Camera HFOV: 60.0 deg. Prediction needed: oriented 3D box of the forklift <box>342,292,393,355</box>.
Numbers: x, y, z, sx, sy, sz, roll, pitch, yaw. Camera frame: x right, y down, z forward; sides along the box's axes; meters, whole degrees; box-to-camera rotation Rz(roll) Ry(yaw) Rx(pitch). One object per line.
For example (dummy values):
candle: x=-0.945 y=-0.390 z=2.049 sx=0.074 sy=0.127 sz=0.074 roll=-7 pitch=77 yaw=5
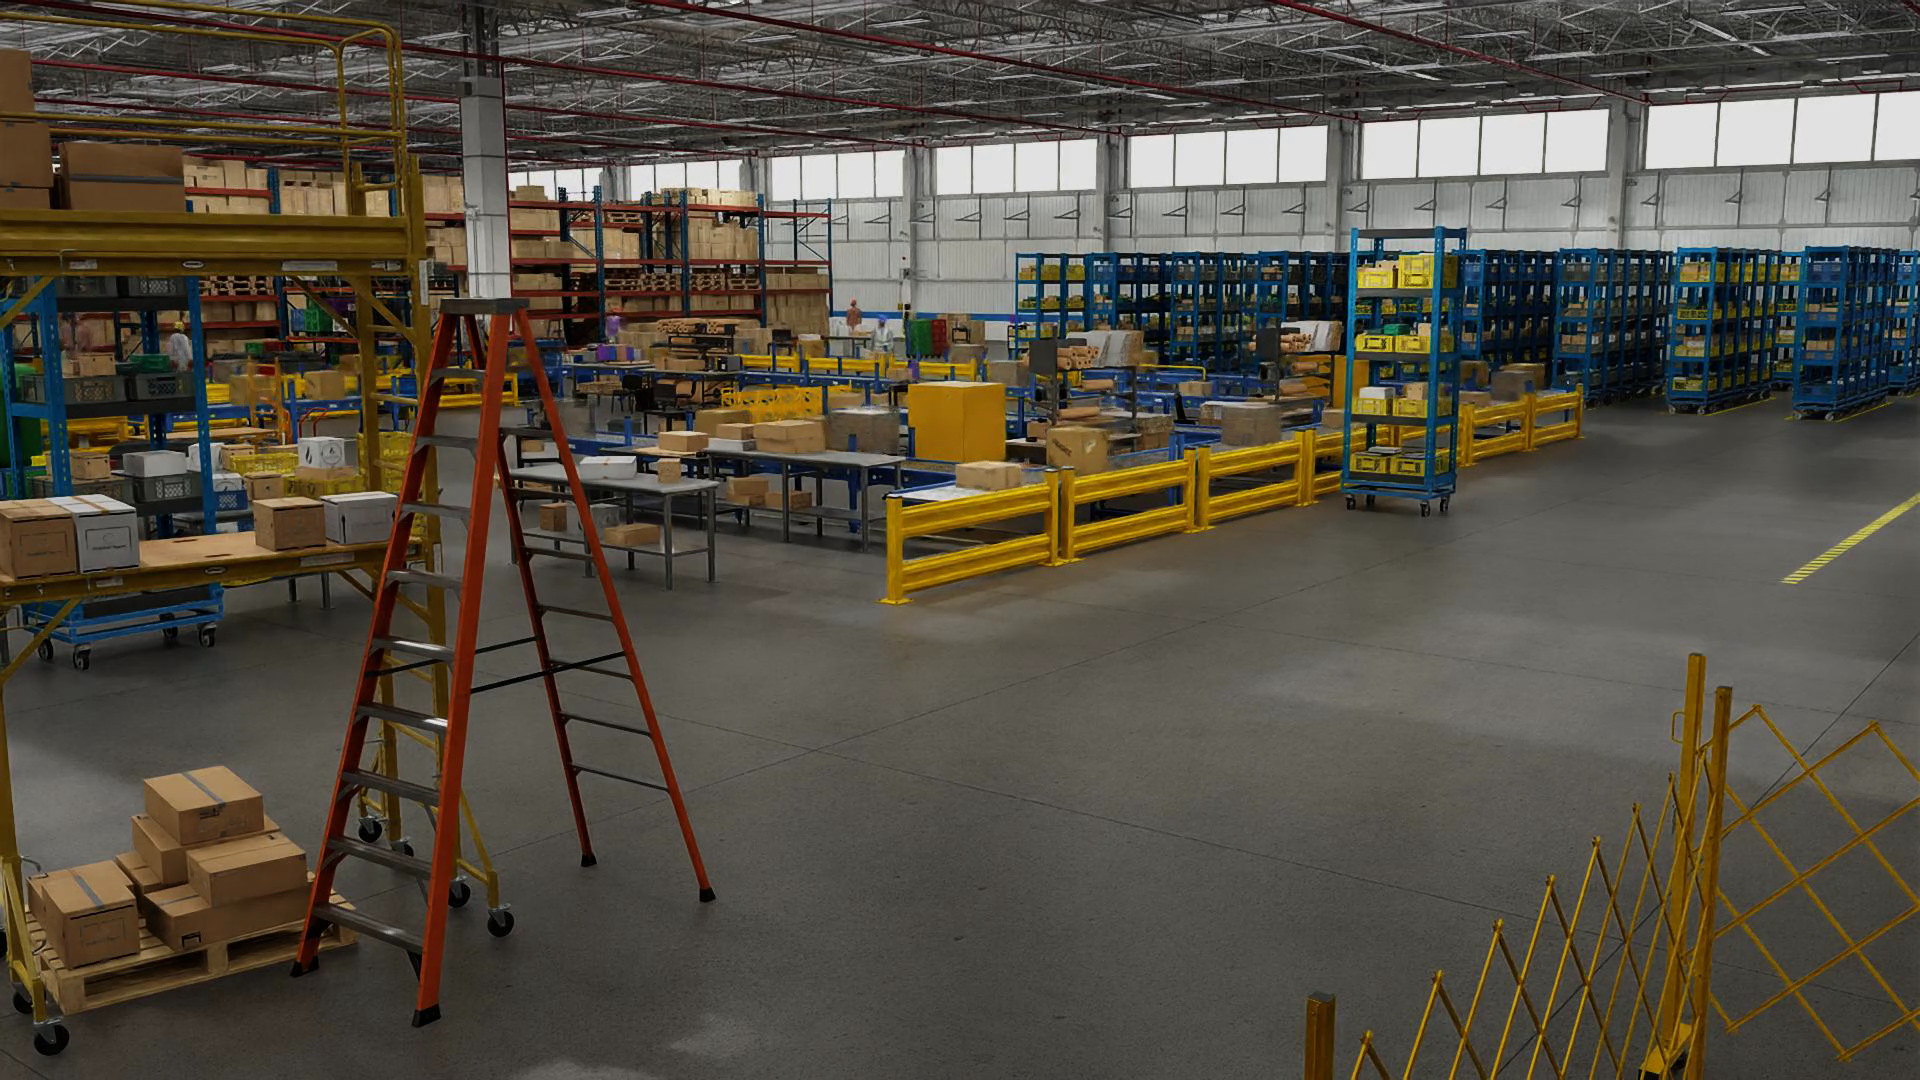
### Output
forklift: x=-16.485 y=-5.622 z=45.120 sx=1.129 sy=2.768 sz=1.873 roll=7 pitch=11 yaw=37

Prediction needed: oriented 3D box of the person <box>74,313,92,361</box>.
person: x=-26.037 y=-5.813 z=49.475 sx=0.634 sy=1.866 sz=0.954 roll=5 pitch=11 yaw=30

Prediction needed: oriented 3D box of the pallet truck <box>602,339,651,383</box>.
pallet truck: x=-8.991 y=-4.871 z=45.351 sx=0.653 sy=1.274 sz=1.630 roll=7 pitch=11 yaw=37

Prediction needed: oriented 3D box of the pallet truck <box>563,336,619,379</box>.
pallet truck: x=-10.690 y=-5.294 z=48.215 sx=1.601 sy=1.201 sz=0.680 roll=-5 pitch=10 yaw=-26

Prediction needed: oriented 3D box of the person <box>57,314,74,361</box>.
person: x=-26.641 y=-5.844 z=49.728 sx=0.660 sy=1.858 sz=0.875 roll=7 pitch=11 yaw=36

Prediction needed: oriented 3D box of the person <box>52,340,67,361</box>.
person: x=-19.748 y=-3.601 z=36.515 sx=0.901 sy=1.571 sz=0.512 roll=-5 pitch=10 yaw=-28

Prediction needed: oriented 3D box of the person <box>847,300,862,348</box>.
person: x=-4.347 y=-8.876 z=68.343 sx=0.607 sy=1.955 sz=1.005 roll=0 pitch=9 yaw=2

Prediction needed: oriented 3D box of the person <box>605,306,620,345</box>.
person: x=-11.978 y=-7.111 z=57.399 sx=0.436 sy=1.925 sz=0.564 roll=8 pitch=12 yaw=40

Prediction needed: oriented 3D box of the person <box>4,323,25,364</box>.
person: x=-27.919 y=-5.596 z=48.972 sx=0.877 sy=1.574 sz=0.520 roll=1 pitch=9 yaw=7

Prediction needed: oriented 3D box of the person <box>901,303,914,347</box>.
person: x=-2.066 y=-8.909 z=68.964 sx=0.758 sy=1.816 sz=0.627 roll=2 pitch=9 yaw=15

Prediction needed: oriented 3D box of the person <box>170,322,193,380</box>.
person: x=-19.709 y=-4.637 z=42.315 sx=0.599 sy=1.808 sz=0.700 roll=6 pitch=11 yaw=34

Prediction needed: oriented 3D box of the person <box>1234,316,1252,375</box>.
person: x=8.472 y=-5.800 z=49.655 sx=0.605 sy=1.792 sz=0.817 roll=6 pitch=11 yaw=33

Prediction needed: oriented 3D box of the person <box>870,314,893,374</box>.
person: x=-2.136 y=-5.209 z=45.500 sx=0.628 sy=1.928 sz=0.556 roll=-2 pitch=9 yaw=-11
